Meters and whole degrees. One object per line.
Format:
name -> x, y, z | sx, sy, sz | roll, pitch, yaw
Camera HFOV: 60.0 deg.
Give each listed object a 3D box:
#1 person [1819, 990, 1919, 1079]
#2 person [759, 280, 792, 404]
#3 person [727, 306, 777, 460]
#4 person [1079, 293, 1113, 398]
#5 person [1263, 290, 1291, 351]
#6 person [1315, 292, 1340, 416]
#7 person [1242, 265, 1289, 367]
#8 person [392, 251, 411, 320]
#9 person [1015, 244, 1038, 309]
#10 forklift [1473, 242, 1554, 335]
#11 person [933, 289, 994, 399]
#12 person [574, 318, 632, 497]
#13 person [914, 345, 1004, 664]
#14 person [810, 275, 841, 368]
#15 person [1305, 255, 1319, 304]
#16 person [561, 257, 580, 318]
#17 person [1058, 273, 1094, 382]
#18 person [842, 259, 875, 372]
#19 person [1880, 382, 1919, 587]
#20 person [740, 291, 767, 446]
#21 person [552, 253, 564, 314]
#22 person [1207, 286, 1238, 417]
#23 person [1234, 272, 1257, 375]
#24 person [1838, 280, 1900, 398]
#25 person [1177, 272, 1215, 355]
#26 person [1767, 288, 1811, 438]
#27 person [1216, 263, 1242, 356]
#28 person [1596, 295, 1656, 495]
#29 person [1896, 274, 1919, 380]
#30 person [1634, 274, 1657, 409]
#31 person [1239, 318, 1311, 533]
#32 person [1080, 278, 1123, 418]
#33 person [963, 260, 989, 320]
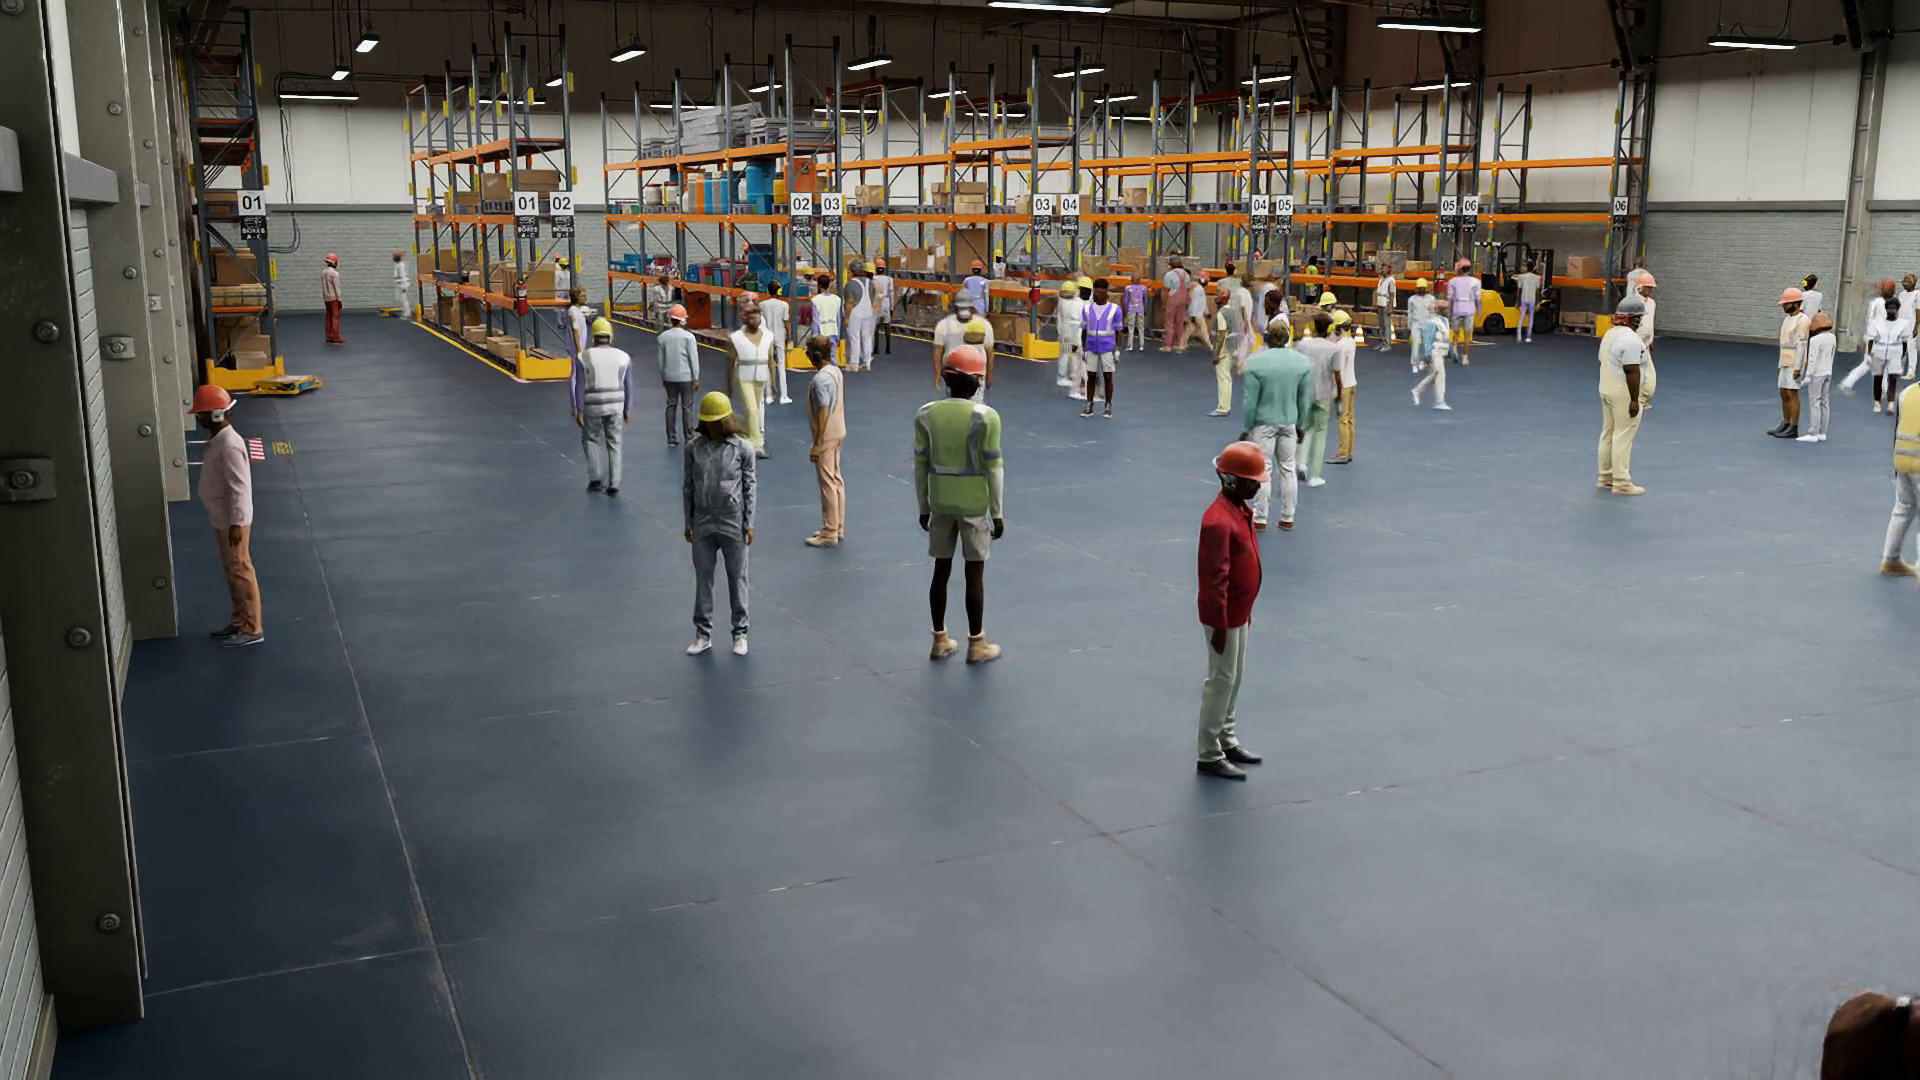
person -> 1.566, 1.530, 2.889 | 0.853, 1.588, 0.533 | 7, 13, 30
person -> -2.811, -3.001, 25.217 | 0.514, 1.871, 0.327 | 3, 11, 13
person -> -2.494, -1.879, 19.732 | 0.555, 1.799, 0.986 | -8, 13, -34
person -> 2.169, -3.042, 25.972 | 0.821, 1.643, 0.564 | 10, 15, 41
person -> 4.039, -2.234, 21.236 | 0.390, 1.911, 0.584 | -1, 11, -5
person -> 5.267, -2.661, 23.788 | 0.342, 1.756, 0.534 | -8, 14, -36
person -> 5.298, -3.735, 28.512 | 0.685, 2.000, 0.695 | 0, 11, 2
person -> -15.042, -6.837, 44.760 | 0.480, 1.851, 0.604 | -9, 14, -40
person -> 1.928, -7.595, 48.272 | 0.627, 1.987, 1.036 | -5, 12, -25
forklift -> 13.047, -6.049, 39.881 | 2.313, 2.155, 1.214 | -5, 12, -23
person -> 0.032, -1.977, 19.580 | 0.697, 2.000, 1.000 | 2, 11, 9
person -> -3.646, -1.350, 16.975 | 0.619, 1.810, 0.544 | -6, 13, -29
person -> 0.014, -0.228, 10.683 | 0.615, 2.040, 0.391 | 6, 13, 27
person -> -2.099, -3.175, 25.976 | 0.377, 1.917, 0.599 | 10, 15, 41
person -> 9.827, -7.084, 46.408 | 0.317, 1.695, 0.540 | -3, 11, -14
person -> -10.732, -6.963, 45.842 | 0.560, 1.679, 0.876 | 6, 13, 30
person -> 2.059, -3.635, 28.485 | 0.661, 1.851, 0.984 | -5, 12, -25
person -> -1.904, -4.097, 30.353 | 0.535, 2.000, 0.674 | 9, 15, 40
person -> 7.515, -0.549, 12.932 | 0.439, 1.814, 0.703 | -2, 11, -10
person -> -2.601, -2.130, 20.687 | 0.410, 1.913, 0.642 | -1, 11, -4
person -> -11.436, -7.268, 47.236 | 0.587, 1.746, 0.408 | -10, 15, -41
person -> 3.739, -2.669, 23.593 | 0.387, 1.846, 0.566 | 4, 12, 21
person -> 5.097, -3.853, 29.637 | 0.396, 1.834, 0.533 | 4, 12, 19
person -> 14.296, -3.144, 26.008 | 0.891, 1.858, 0.572 | 5, 12, 23
person -> 4.882, -4.612, 33.866 | 0.944, 1.686, 0.571 | 2, 11, 10
person -> 10.650, -2.269, 21.371 | 0.386, 1.924, 0.548 | 0, 11, 2
person -> 5.449, -4.663, 33.664 | 0.516, 1.871, 0.325 | 2, 11, 11
person -> 6.884, -1.500, 17.151 | 0.538, 2.000, 0.684 | -1, 11, -3
person -> 16.404, -3.687, 28.805 | 0.351, 1.837, 0.503 | -3, 11, -13
person -> 9.973, -2.907, 24.417 | 0.651, 1.989, 0.394 | -7, 13, -33
person -> 2.833, -1.024, 15.007 | 0.660, 1.935, 0.385 | -3, 11, -13
person -> 1.984, -2.708, 23.483 | 0.607, 1.966, 0.374 | 4, 12, 21
person -> 0.337, -4.686, 33.635 | 0.540, 1.931, 0.387 | 3, 12, 16
